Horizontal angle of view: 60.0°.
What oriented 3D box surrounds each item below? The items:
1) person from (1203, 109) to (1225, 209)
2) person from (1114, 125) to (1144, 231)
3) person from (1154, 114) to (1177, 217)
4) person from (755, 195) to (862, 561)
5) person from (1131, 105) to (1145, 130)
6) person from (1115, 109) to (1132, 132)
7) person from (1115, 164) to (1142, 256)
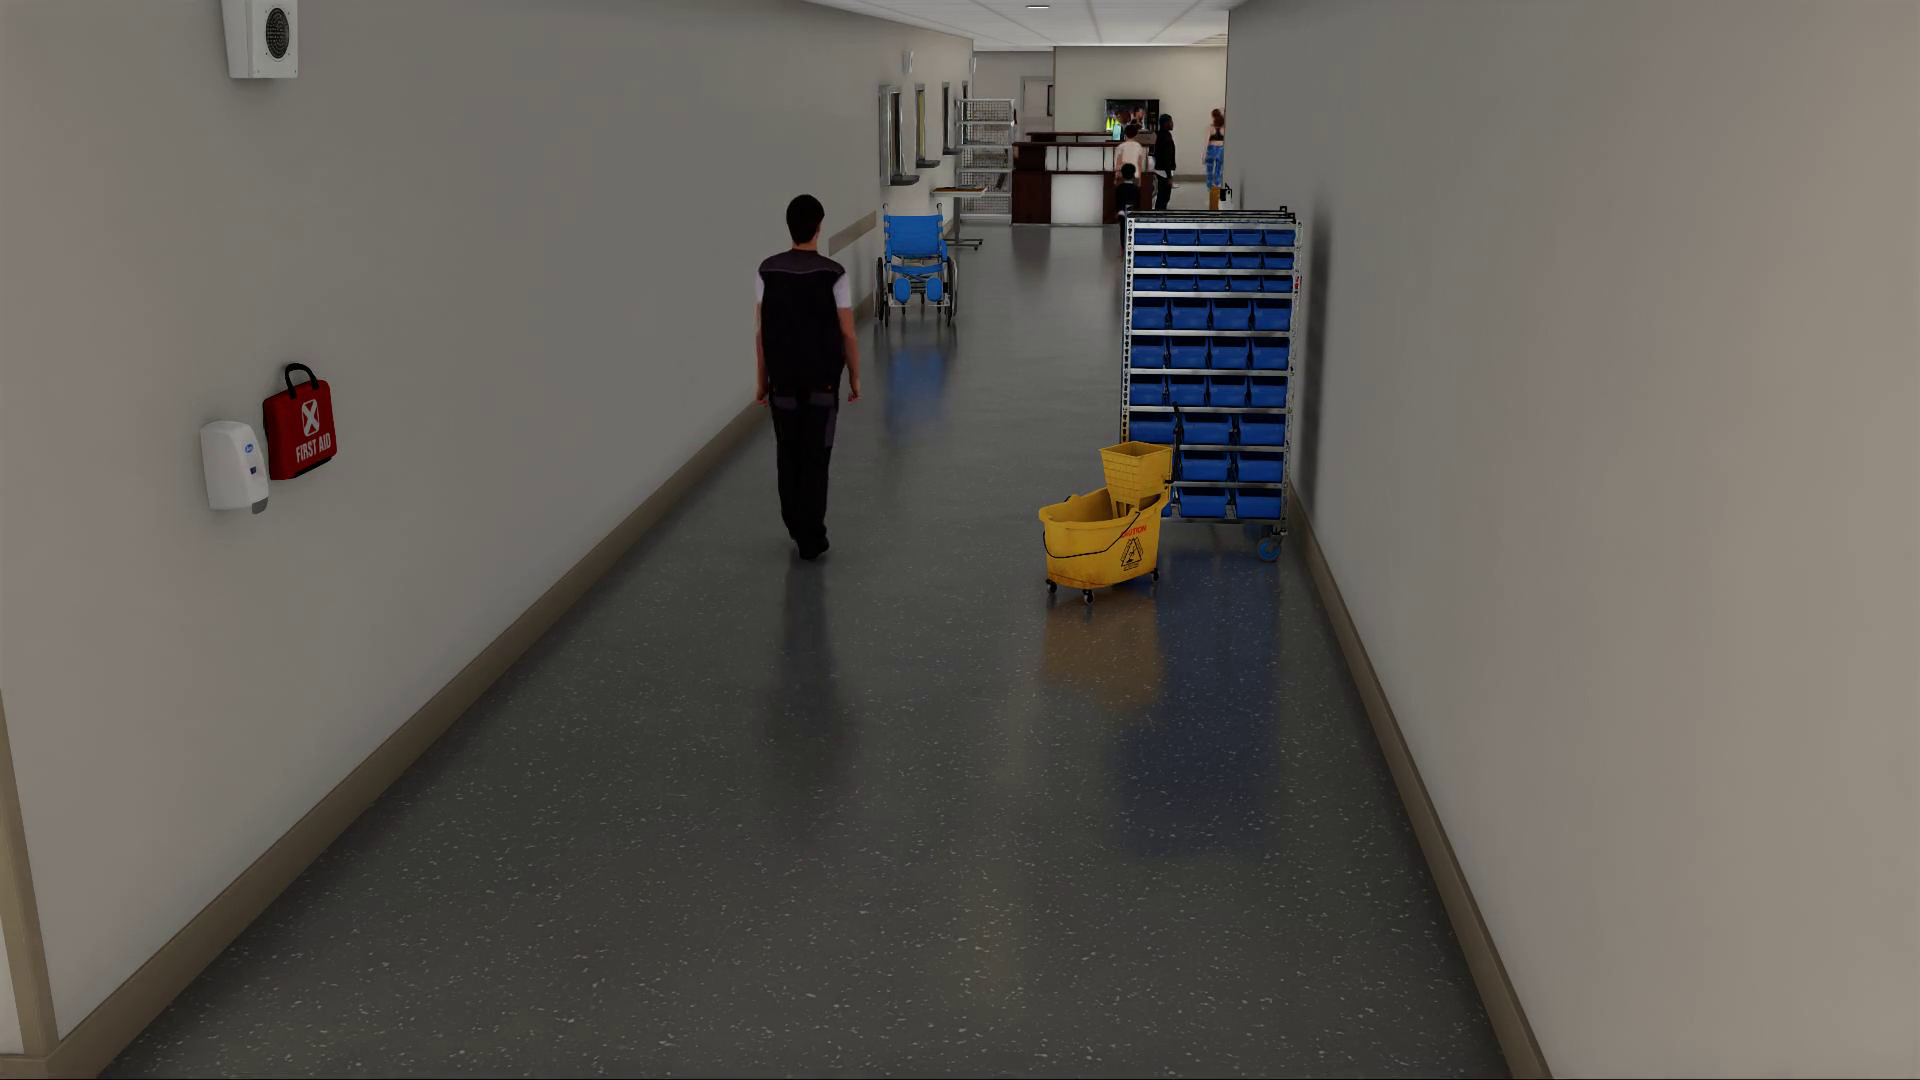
[{"bbox_3d":[4.703,-6.935,30.338,0.727,1.761,0.766,-4,16,-14],"label":"person"},{"bbox_3d":[2.631,-5.587,25.791,0.932,1.633,0.820,-4,16,-14],"label":"person"},{"bbox_3d":[3.158,-5.664,25.724,0.631,1.818,0.705,-1,16,-4],"label":"person"},{"bbox_3d":[-0.809,-0.792,8.414,0.671,1.833,0.759,3,16,9],"label":"person"},{"bbox_3d":[3.425,-7.792,33.343,0.665,1.778,0.639,0,16,1],"label":"person"},{"bbox_3d":[3.405,-7.852,33.747,1.109,1.675,0.818,4,16,15],"label":"person"},{"bbox_3d":[2.266,-4.454,22.488,0.717,1.206,0.658,4,16,15],"label":"person"}]
